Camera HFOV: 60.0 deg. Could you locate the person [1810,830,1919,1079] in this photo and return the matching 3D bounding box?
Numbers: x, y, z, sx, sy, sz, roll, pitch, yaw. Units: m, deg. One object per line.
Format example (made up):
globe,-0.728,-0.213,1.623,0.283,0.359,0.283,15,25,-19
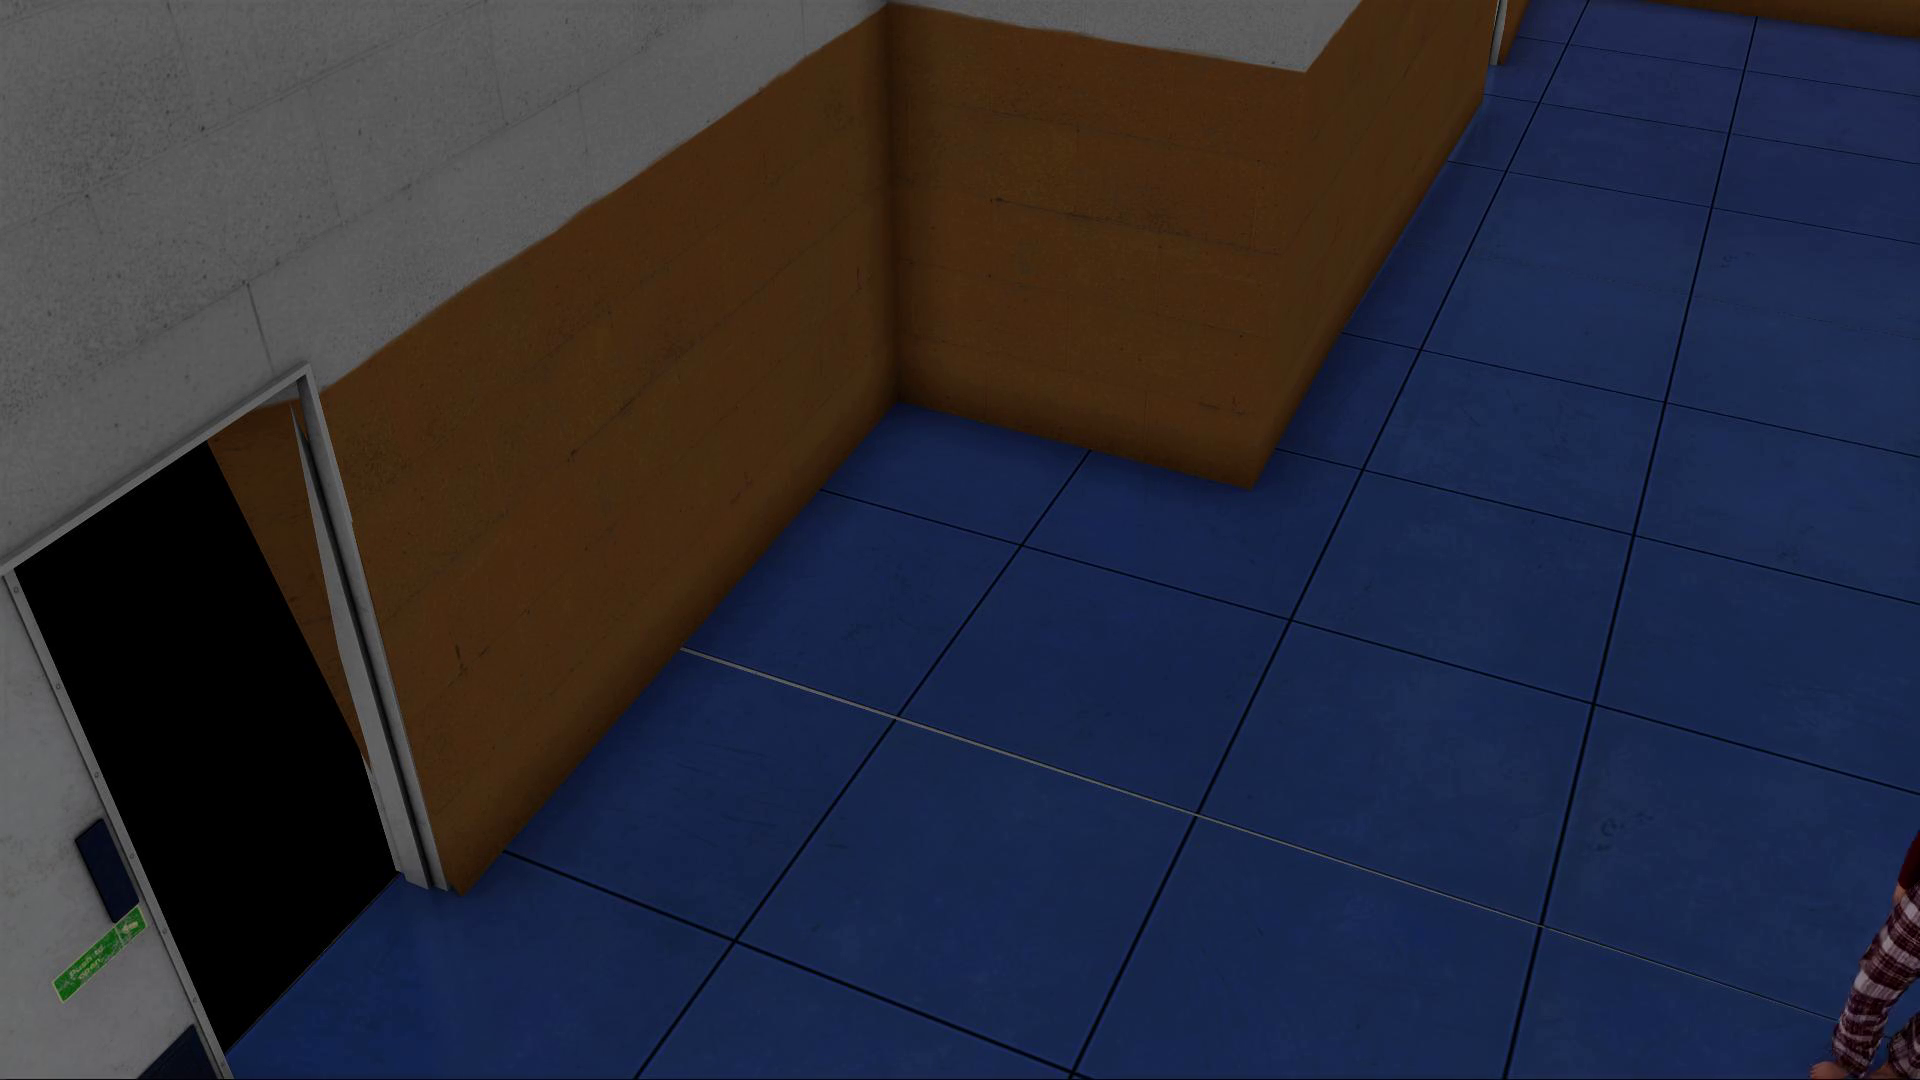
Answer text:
person,3.160,1.144,5.124,0.822,1.692,0.738,-23,43,-28
